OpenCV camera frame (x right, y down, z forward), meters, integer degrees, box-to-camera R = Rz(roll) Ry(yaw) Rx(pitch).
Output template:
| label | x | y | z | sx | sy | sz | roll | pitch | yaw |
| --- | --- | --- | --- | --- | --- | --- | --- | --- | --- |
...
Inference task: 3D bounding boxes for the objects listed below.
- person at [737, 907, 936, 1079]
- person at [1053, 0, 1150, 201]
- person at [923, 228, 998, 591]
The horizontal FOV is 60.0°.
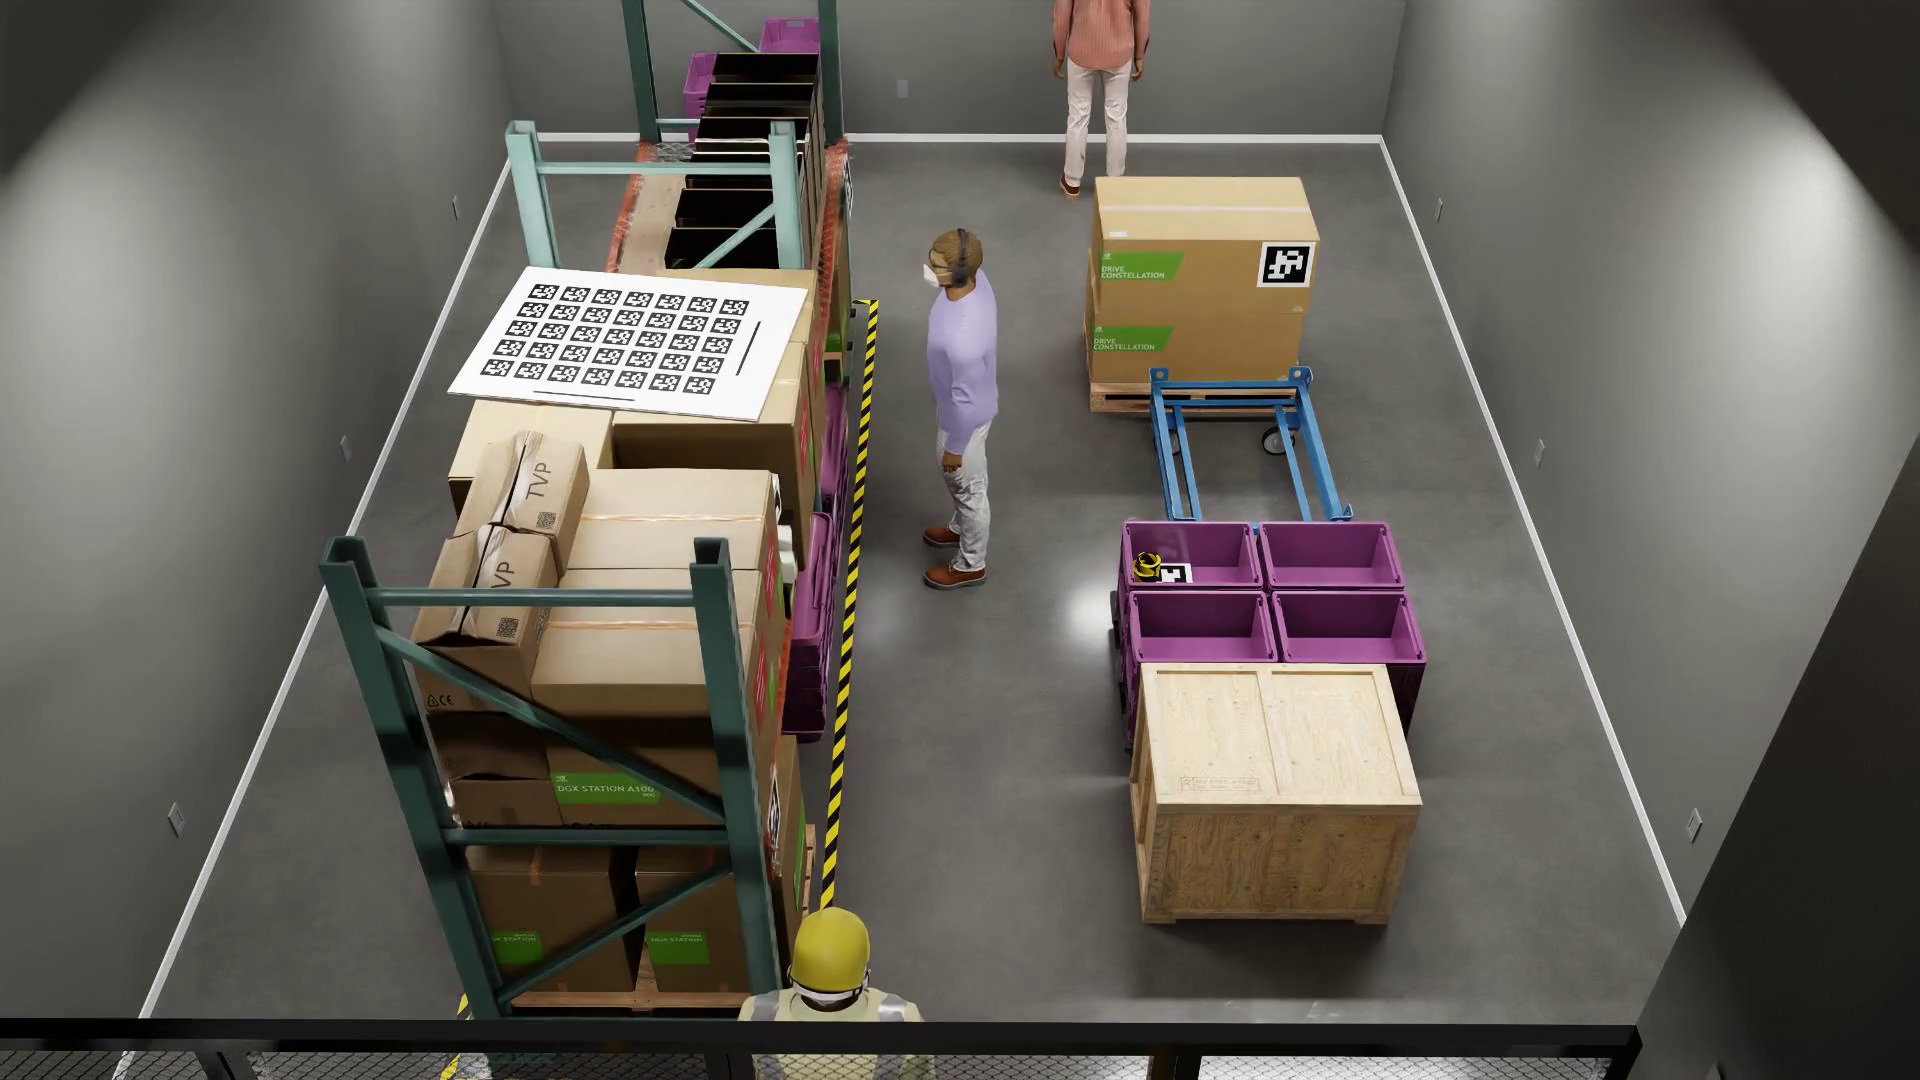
| label | x | y | z | sx | sy | sz | roll | pitch | yaw |
| --- | --- | --- | --- | --- | --- | --- | --- | --- | --- |
| person | -0.367 | 1.751 | 5.196 | 0.593 | 1.833 | 0.404 | 0 | 41 | 0 |
| person | 0.891 | -3.114 | 10.620 | 0.614 | 1.997 | 0.374 | 0 | 41 | 0 |
| person | -0.005 | -0.604 | 7.802 | 0.370 | 1.940 | 0.631 | 0 | 41 | 0 |
